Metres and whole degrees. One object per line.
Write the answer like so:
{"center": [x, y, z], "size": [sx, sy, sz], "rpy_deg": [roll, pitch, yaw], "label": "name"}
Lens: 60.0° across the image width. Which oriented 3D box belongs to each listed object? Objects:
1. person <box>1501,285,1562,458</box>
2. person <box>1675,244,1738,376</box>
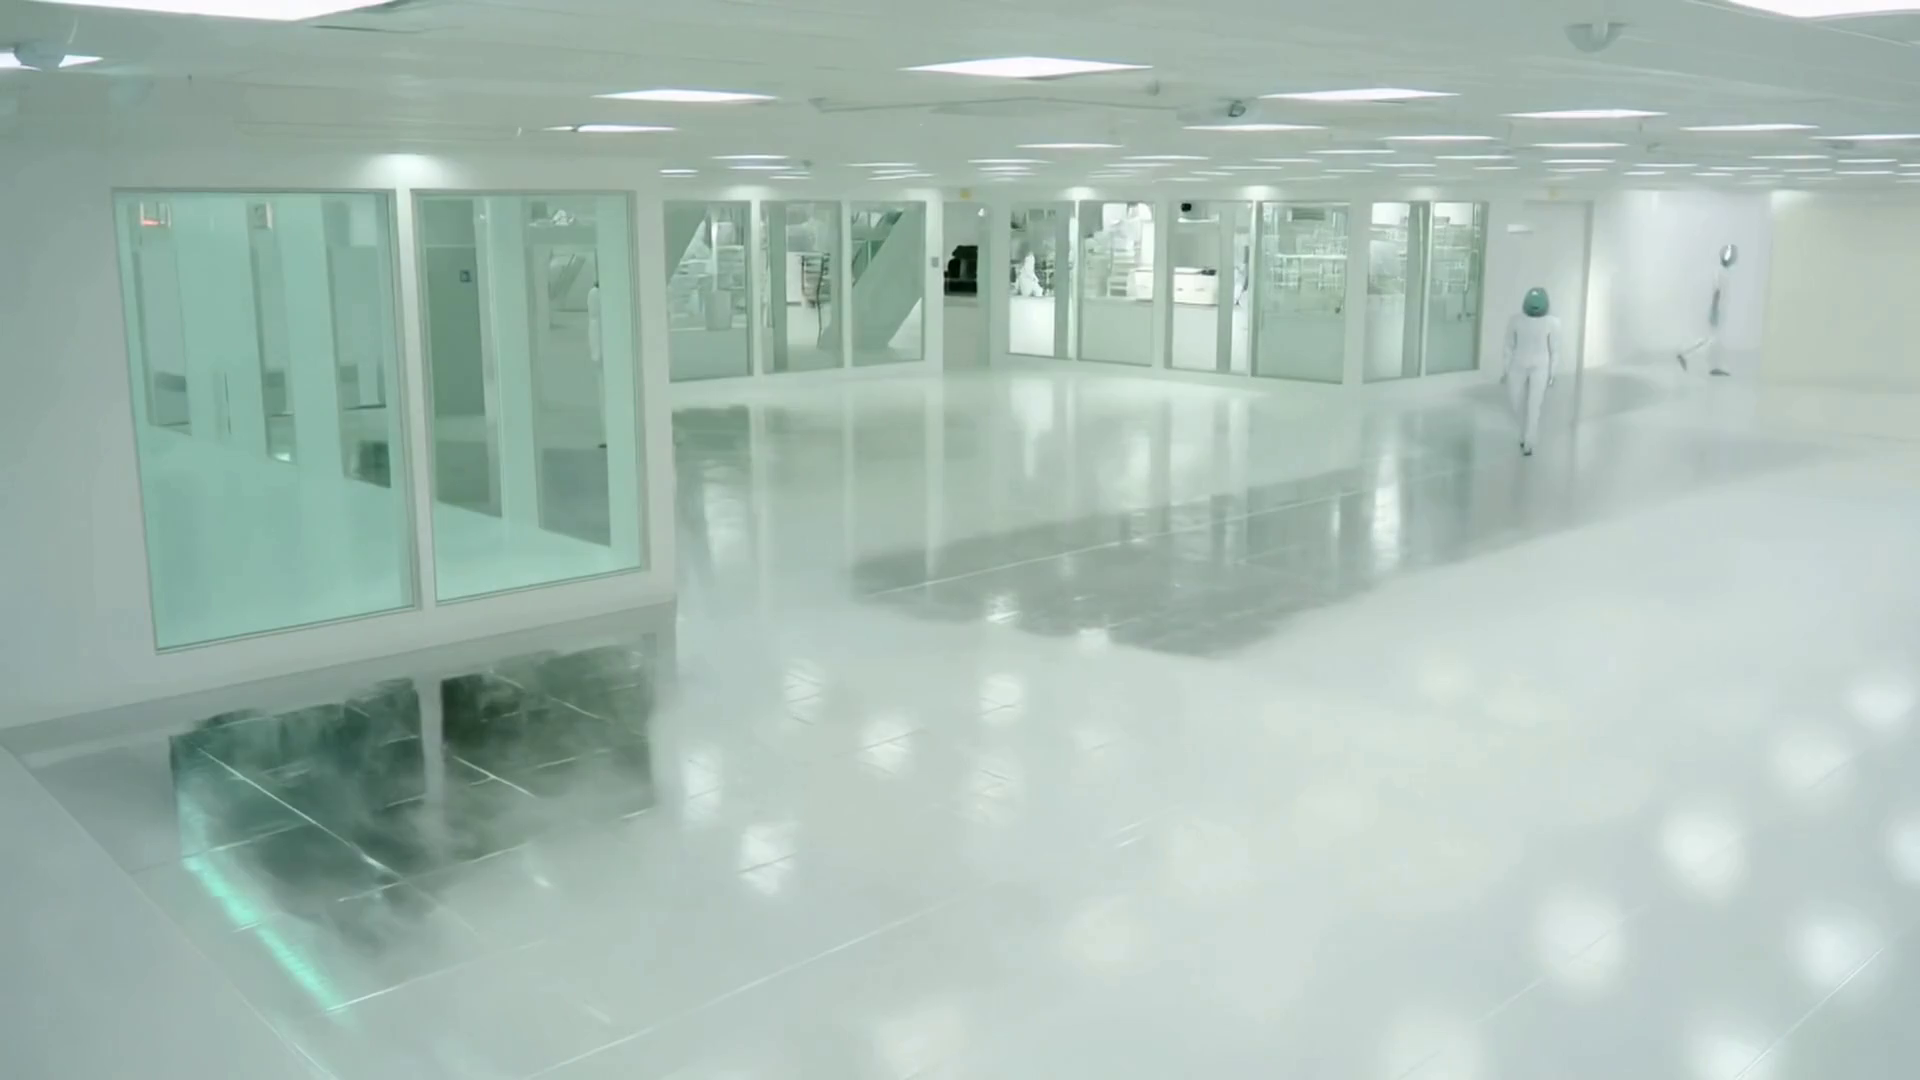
{"center": [5.424, -1.613, 15.779], "size": [0.511, 1.612, 0.634], "rpy_deg": [7, 13, 30], "label": "person"}
{"center": [10.367, -3.176, 23.054], "size": [0.631, 1.839, 0.555], "rpy_deg": [4, 12, 19], "label": "person"}
